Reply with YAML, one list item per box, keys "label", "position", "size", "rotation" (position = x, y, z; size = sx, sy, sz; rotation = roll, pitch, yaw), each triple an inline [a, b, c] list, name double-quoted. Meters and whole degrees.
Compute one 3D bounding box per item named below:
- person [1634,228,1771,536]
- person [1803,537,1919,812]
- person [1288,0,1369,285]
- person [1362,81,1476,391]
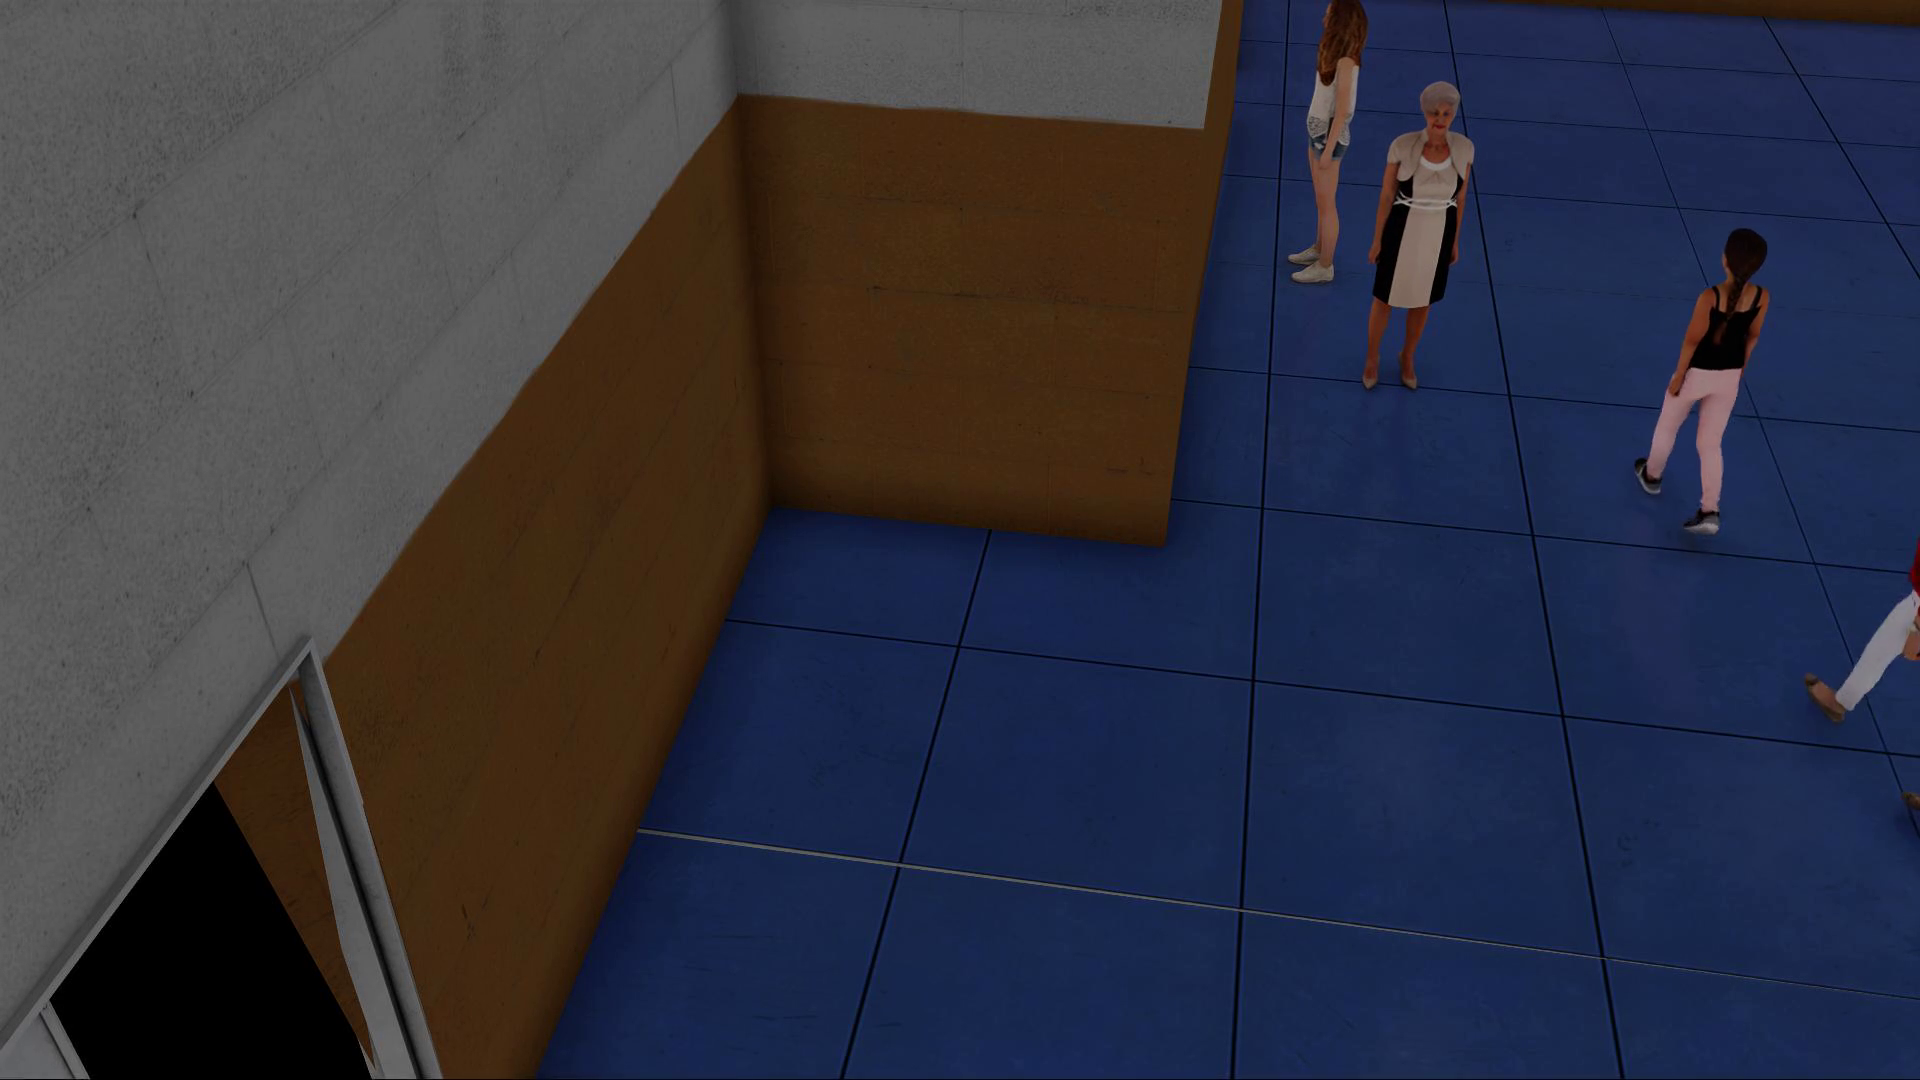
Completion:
- label: "person"
  position: [3.602, -0.730, 7.941]
  size: [0.962, 1.540, 0.663]
  rotation: [1, 37, 2]
- label: "person"
  position: [3.848, 0.369, 6.393]
  size: [1.167, 1.641, 0.916]
  rotation: [-7, 37, -9]
- label: "person"
  position: [2.224, -2.384, 9.963]
  size: [0.514, 1.758, 0.591]
  rotation: [4, 37, 5]
- label: "person"
  position: [2.455, -1.613, 8.940]
  size: [0.510, 1.754, 0.730]
  rotation: [1, 37, 2]
